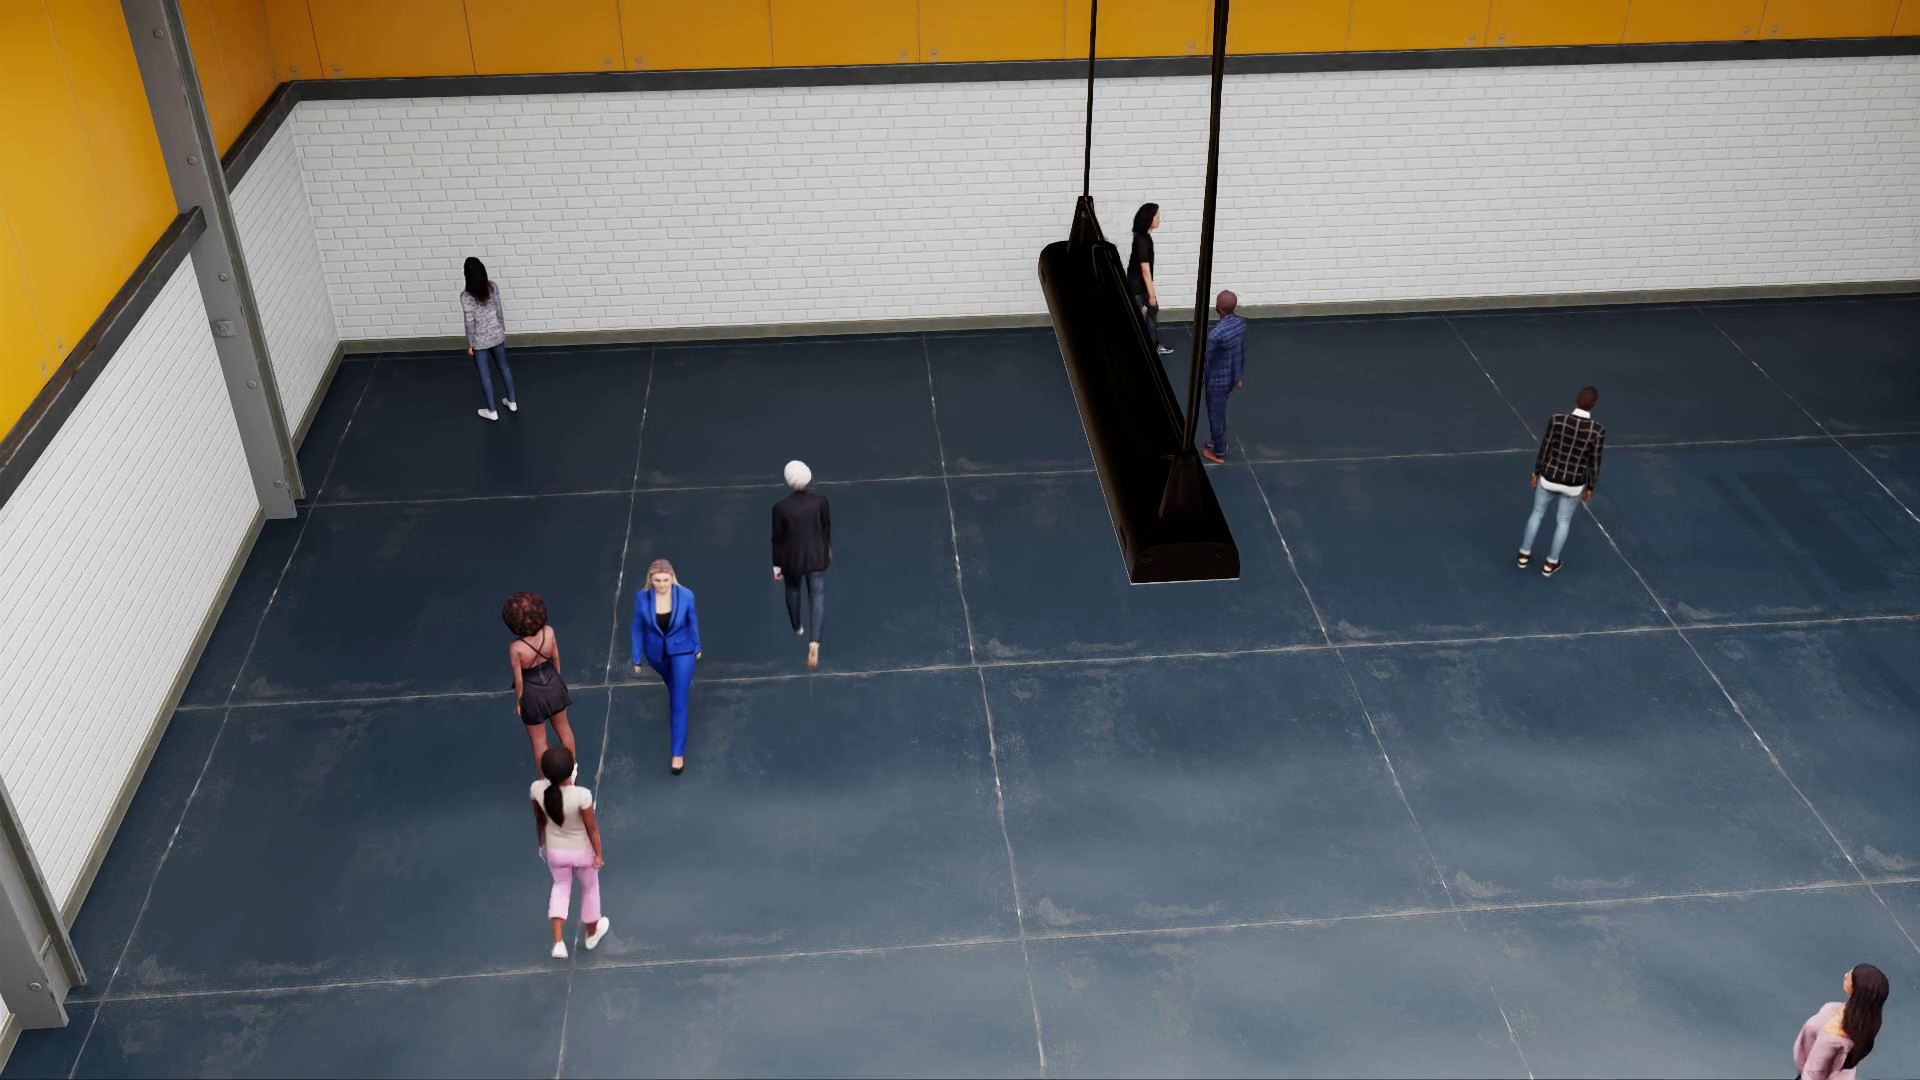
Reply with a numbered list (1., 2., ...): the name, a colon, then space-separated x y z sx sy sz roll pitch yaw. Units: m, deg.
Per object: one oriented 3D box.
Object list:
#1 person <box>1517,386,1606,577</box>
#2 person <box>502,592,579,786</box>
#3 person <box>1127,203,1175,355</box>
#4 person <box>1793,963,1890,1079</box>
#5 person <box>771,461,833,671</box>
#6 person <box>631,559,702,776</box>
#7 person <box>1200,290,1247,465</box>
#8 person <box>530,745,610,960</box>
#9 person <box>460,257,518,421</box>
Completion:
1. person: 5.206 -0.507 14.370 0.773 1.817 0.772 15 37 22
2. person: -3.005 1.123 11.943 0.703 1.790 0.646 26 42 34
3. person: 1.834 -2.746 17.740 0.845 1.815 0.874 4 34 5
4. person: 4.762 3.026 9.073 0.865 1.798 1.014 -19 38 -26
5. person: -1.253 0.215 12.893 0.769 1.750 1.044 -5 34 -8
6. person: -2.181 0.818 12.536 0.690 1.641 1.197 0 34 0
7. person: 2.571 -1.527 15.911 0.867 1.809 0.816 28 43 36
8. person: -2.521 2.045 10.613 0.714 1.726 0.890 6 34 9
9. person: -4.776 -2.047 16.763 0.734 1.733 0.676 26 41 33
